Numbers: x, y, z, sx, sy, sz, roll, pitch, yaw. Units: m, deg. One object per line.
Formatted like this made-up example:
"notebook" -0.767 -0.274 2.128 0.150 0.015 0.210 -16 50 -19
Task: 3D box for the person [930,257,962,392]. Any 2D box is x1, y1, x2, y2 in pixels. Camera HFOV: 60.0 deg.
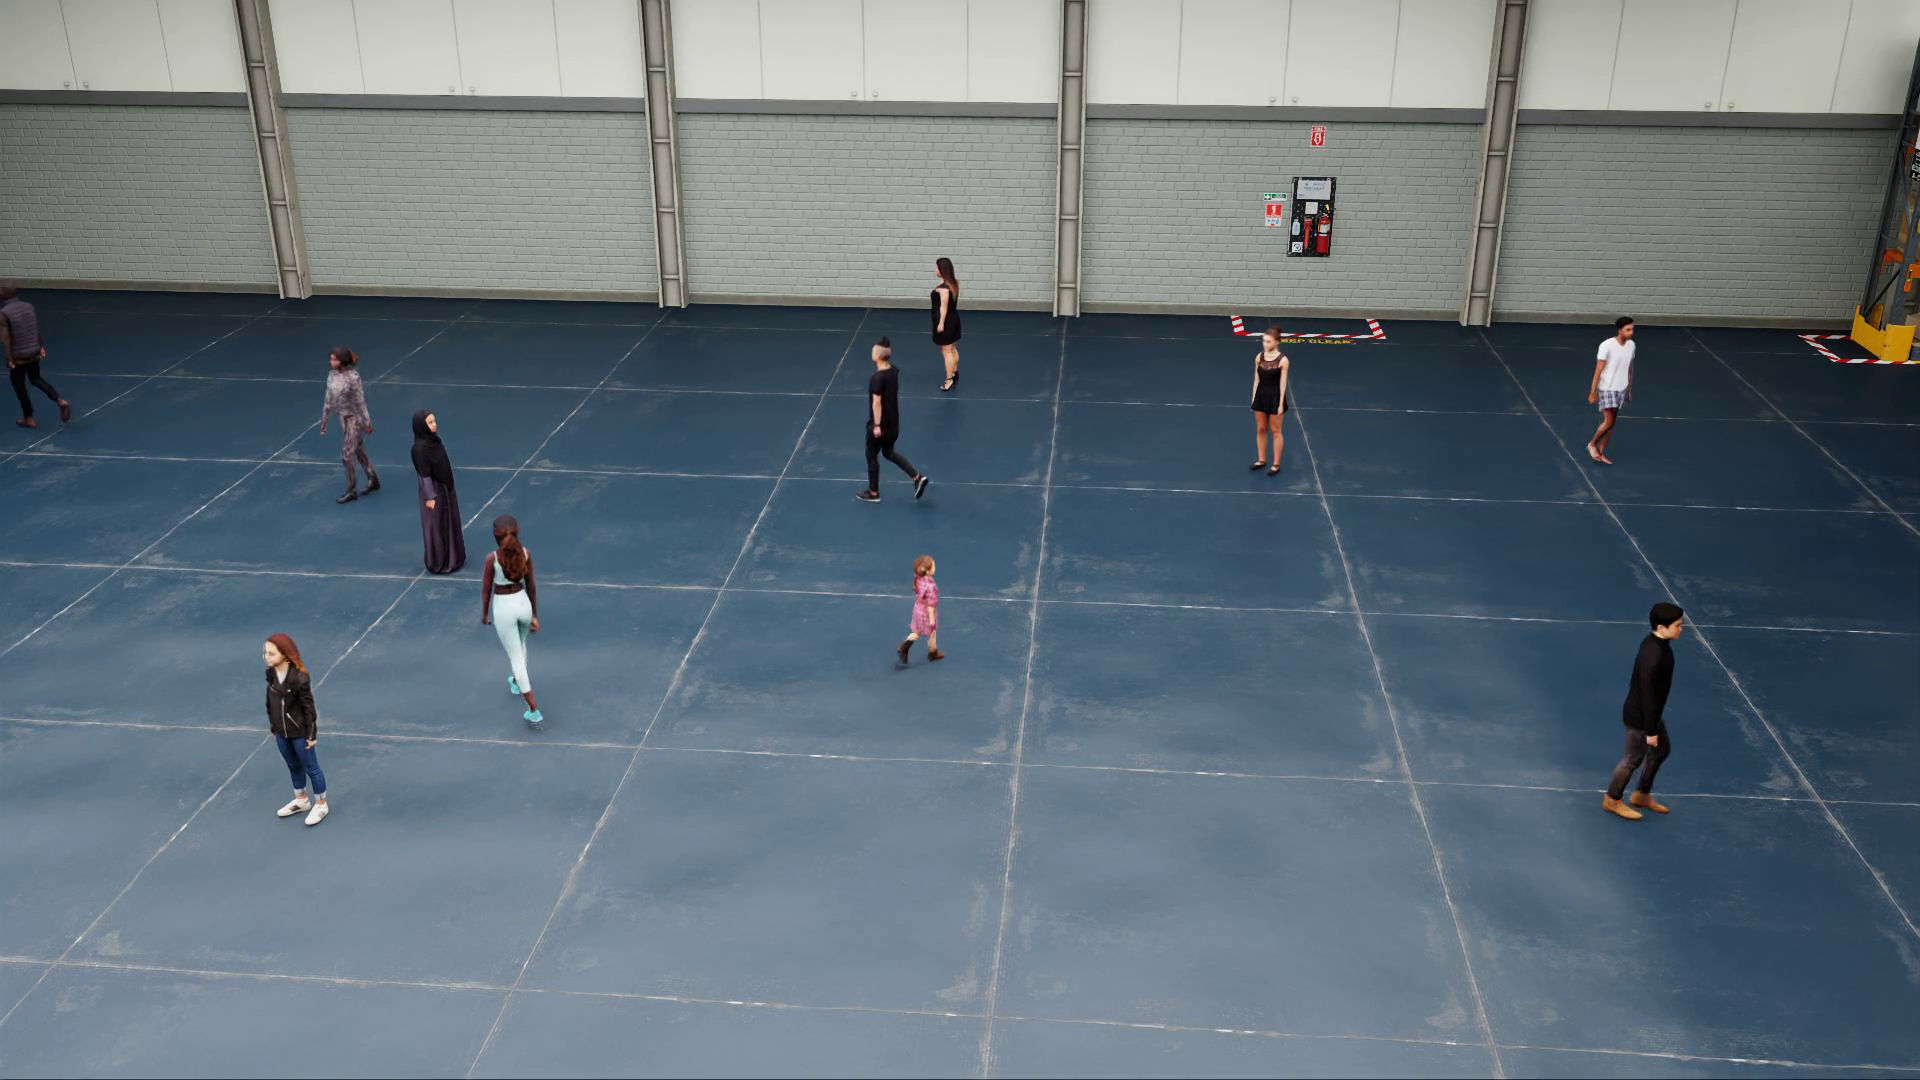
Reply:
"person" -0.159 -2.769 21.310 0.669 1.716 0.705 7 24 15

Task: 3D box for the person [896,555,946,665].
"person" -0.335 0.609 14.268 0.744 1.011 0.640 -13 26 -28

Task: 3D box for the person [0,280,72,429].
"person" -11.097 -2.194 19.830 1.100 1.818 0.870 8 24 17

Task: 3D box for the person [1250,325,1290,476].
"person" 3.462 -1.570 18.536 0.673 1.681 0.752 19 30 38

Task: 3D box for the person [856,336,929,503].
"person" -0.732 -1.245 17.562 1.131 1.846 0.879 9 25 20

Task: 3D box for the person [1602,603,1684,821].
"person" 4.855 1.216 11.949 0.824 1.710 0.793 13 26 28

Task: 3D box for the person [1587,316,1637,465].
"person" 7.329 -1.723 18.845 0.724 1.721 0.832 -10 25 -22

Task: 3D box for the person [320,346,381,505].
"person" -6.451 -1.281 17.843 0.915 1.691 0.903 16 28 33

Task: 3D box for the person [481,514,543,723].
"person" -3.555 0.659 13.292 1.082 1.682 1.096 -16 28 -32

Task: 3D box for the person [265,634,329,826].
"person" -4.783 1.339 11.949 0.542 1.483 0.682 10 25 23

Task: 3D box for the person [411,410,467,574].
"person" -5.073 -0.486 16.073 0.597 1.614 0.604 4 23 9
